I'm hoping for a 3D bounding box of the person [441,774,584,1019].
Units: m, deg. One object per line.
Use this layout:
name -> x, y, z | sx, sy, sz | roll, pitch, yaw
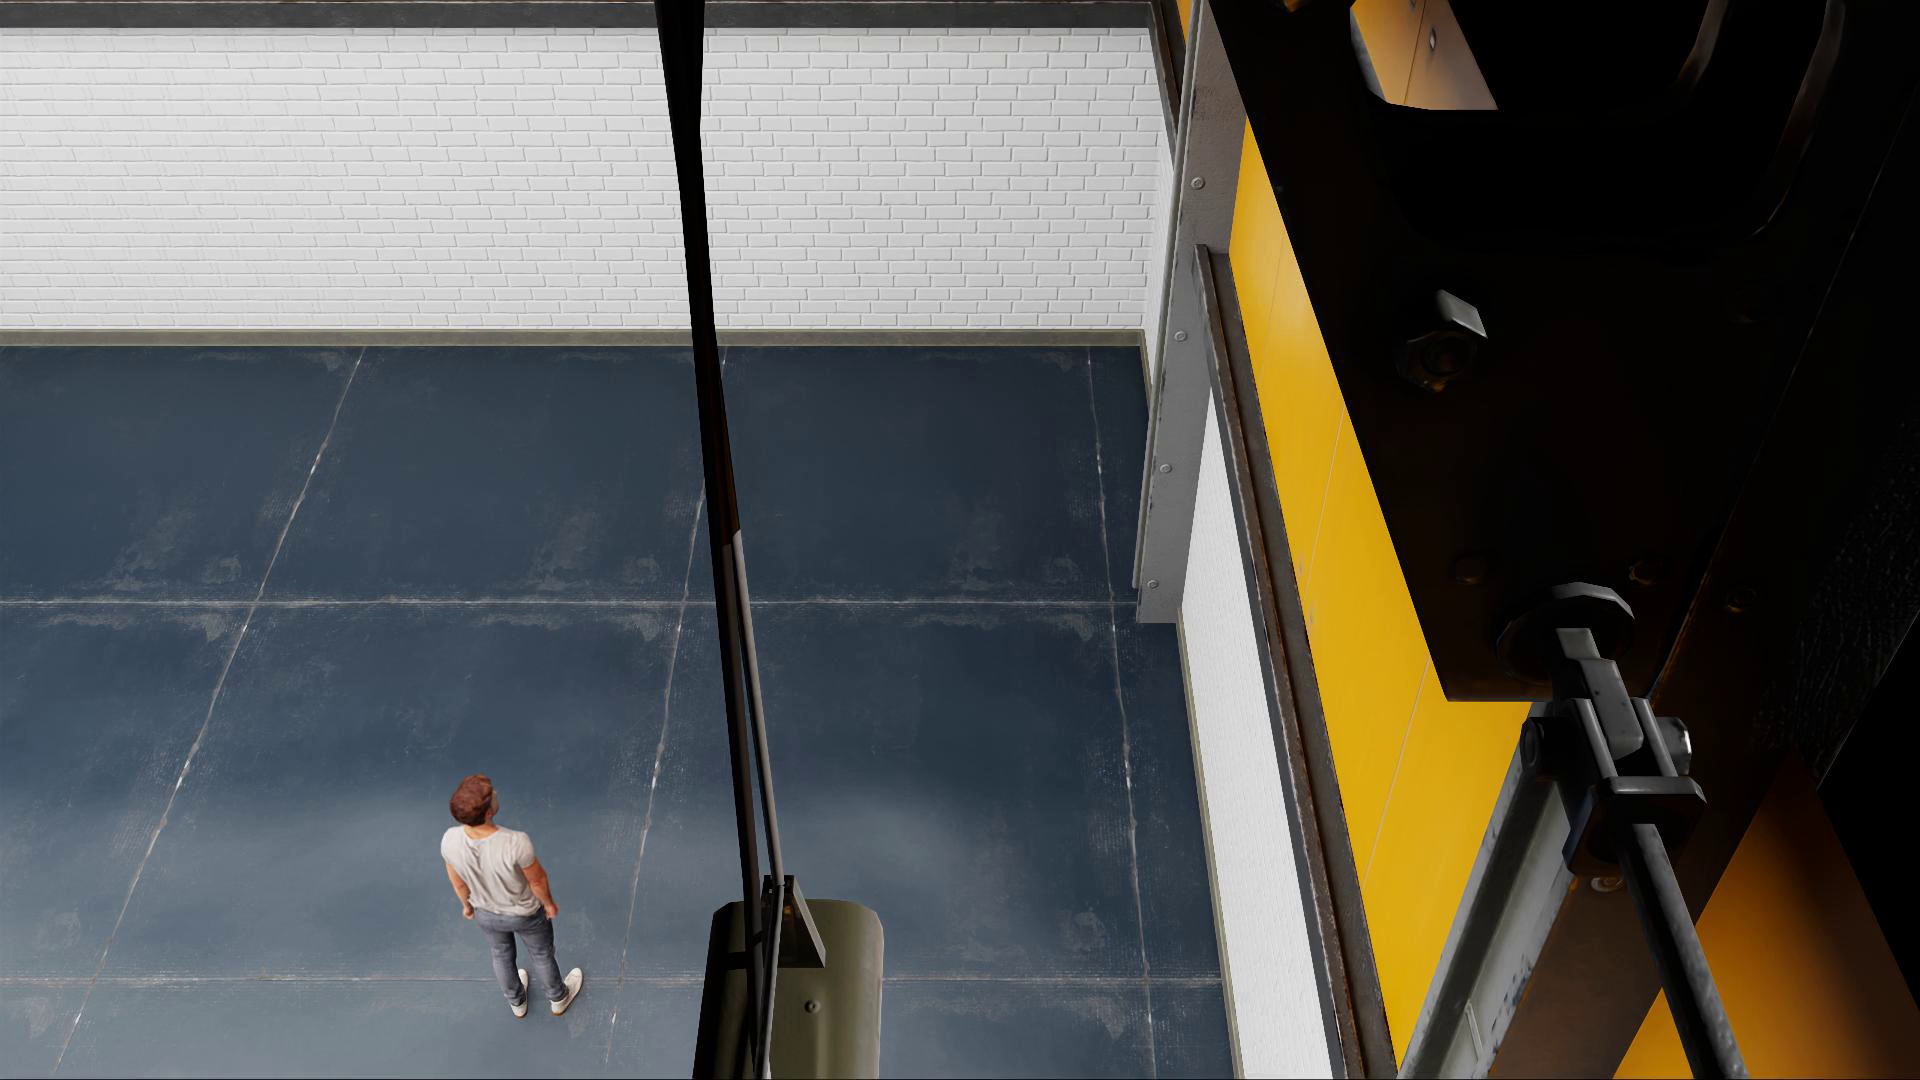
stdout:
person -> -2.378, 1.912, 8.734 | 0.663, 1.894, 0.566 | 2, 44, 2
